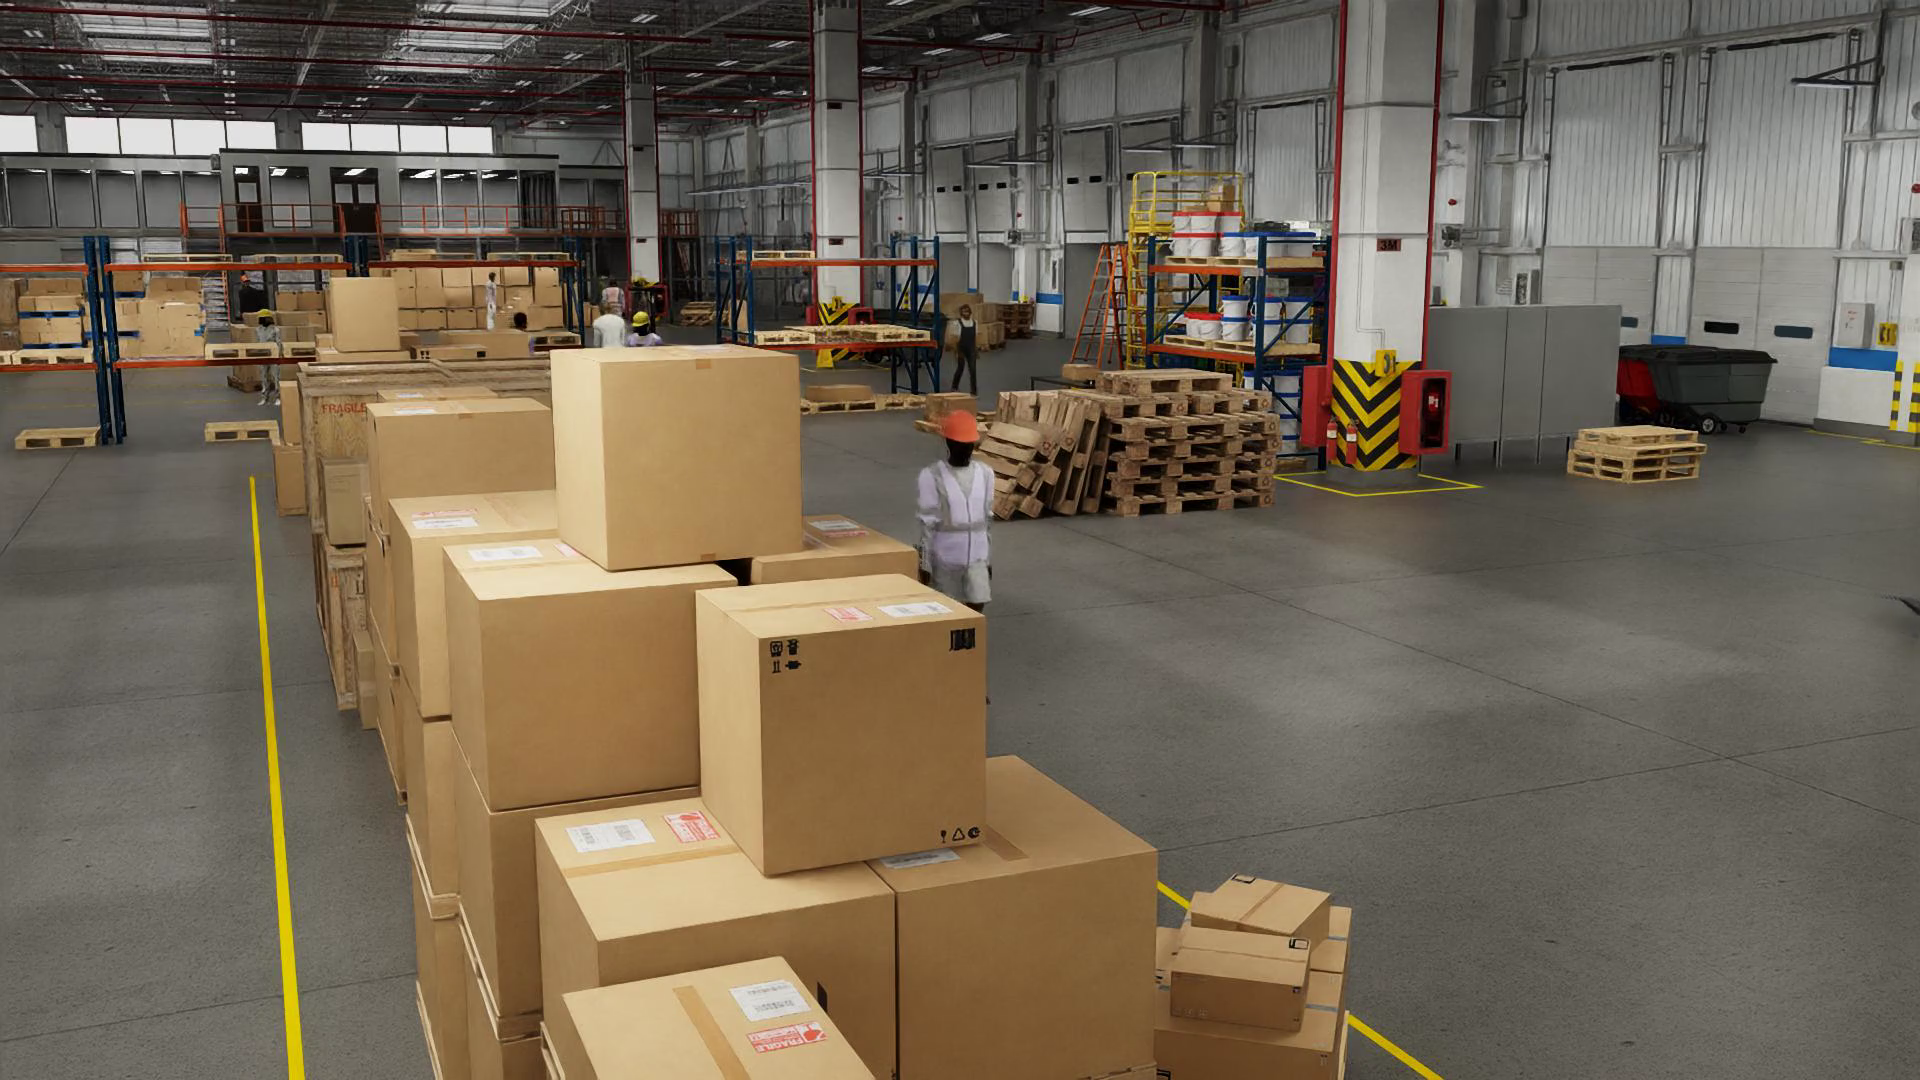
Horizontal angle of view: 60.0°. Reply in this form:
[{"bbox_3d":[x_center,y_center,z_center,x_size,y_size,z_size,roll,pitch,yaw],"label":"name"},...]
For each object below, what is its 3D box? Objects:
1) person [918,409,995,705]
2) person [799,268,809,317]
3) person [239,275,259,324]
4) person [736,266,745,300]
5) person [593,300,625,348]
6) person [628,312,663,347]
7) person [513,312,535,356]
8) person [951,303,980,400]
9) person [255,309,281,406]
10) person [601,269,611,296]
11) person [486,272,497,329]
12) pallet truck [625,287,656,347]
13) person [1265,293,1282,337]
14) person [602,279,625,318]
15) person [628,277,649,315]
[{"bbox_3d":[-0.041,0.083,10.911,0.549,1.913,0.792,-5,11,-24],"label":"person"},{"bbox_3d":[-5.764,-9.301,62.647,0.859,1.908,0.545,7,12,33],"label":"person"},{"bbox_3d":[-19.568,-6.279,45.759,0.391,1.986,0.608,5,11,26],"label":"person"},{"bbox_3d":[-9.997,-11.562,74.923,0.619,1.966,0.862,-4,11,-19],"label":"person"},{"bbox_3d":[-6.202,-3.280,29.428,0.641,1.917,0.460,-7,12,-34],"label":"person"},{"bbox_3d":[-4.702,-2.436,24.765,0.585,1.918,0.379,3,11,19],"label":"person"},{"bbox_3d":[-6.739,-2.526,25.332,0.597,1.894,0.732,4,11,22],"label":"person"},{"bbox_3d":[0.087,-3.545,31.196,0.551,1.812,0.856,-5,11,-25],"label":"person"},{"bbox_3d":[-12.446,-3.283,29.919,0.484,1.744,0.295,1,10,6],"label":"person"},{"bbox_3d":[-13.487,-9.459,63.724,0.458,1.823,0.649,-9,14,-41],"label":"person"},{"bbox_3d":[-14.863,-7.527,52.800,0.372,1.932,0.626,-1,10,-5],"label":"person"},{"bbox_3d":[-6.464,-4.406,35.401,0.823,1.965,1.885,6,12,32],"label":"pallet truck"},{"bbox_3d":[6.015,-3.842,32.450,0.544,1.943,0.347,5,11,23],"label":"person"},{"bbox_3d":[-9.955,-6.590,47.877,0.626,1.840,0.430,-1,10,-8],"label":"person"},{"bbox_3d":[-9.358,-6.715,48.479,0.627,1.874,0.763,-5,11,-26],"label":"person"}]
